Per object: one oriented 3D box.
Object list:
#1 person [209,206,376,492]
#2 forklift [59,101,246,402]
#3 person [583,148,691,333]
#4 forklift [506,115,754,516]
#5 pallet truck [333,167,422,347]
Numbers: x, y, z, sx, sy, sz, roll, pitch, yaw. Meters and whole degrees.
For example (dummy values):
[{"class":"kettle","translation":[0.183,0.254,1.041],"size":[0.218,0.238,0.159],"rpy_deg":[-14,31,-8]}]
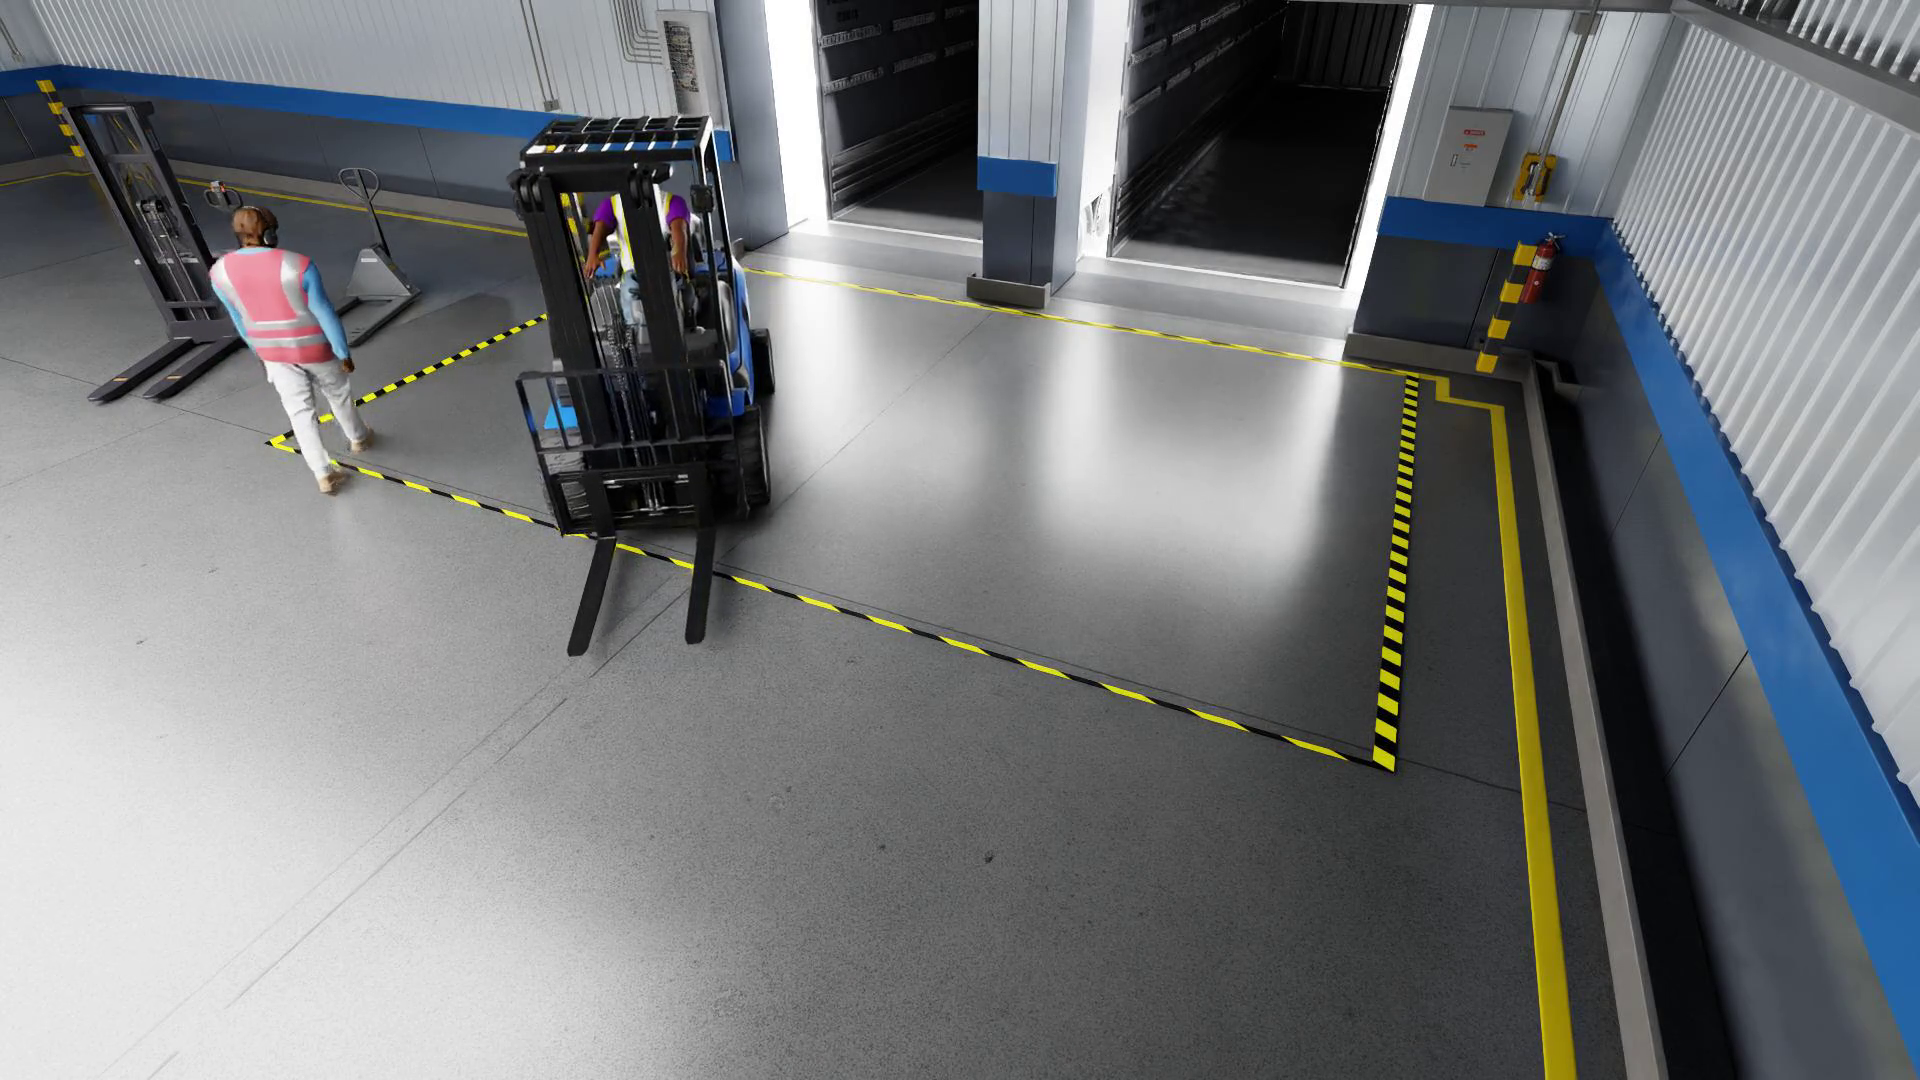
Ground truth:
[{"class":"person","translation":[-4.326,-1.256,6.017],"size":[0.634,1.788,0.922],"rpy_deg":[-10,36,-14]},{"class":"forklift","translation":[-6.686,-2.387,7.434],"size":[0.823,1.965,1.885],"rpy_deg":[-3,35,-5]},{"class":"person","translation":[-2.040,-1.745,5.880],"size":[0.635,1.293,1.004],"rpy_deg":[-5,35,-7]},{"class":"forklift","translation":[-2.042,-1.626,6.036],"size":[1.157,2.036,2.680],"rpy_deg":[-5,35,-7]},{"class":"pallet truck","translation":[-5.732,-2.611,8.414],"size":[0.680,1.201,1.601],"rpy_deg":[-1,35,-1]}]
